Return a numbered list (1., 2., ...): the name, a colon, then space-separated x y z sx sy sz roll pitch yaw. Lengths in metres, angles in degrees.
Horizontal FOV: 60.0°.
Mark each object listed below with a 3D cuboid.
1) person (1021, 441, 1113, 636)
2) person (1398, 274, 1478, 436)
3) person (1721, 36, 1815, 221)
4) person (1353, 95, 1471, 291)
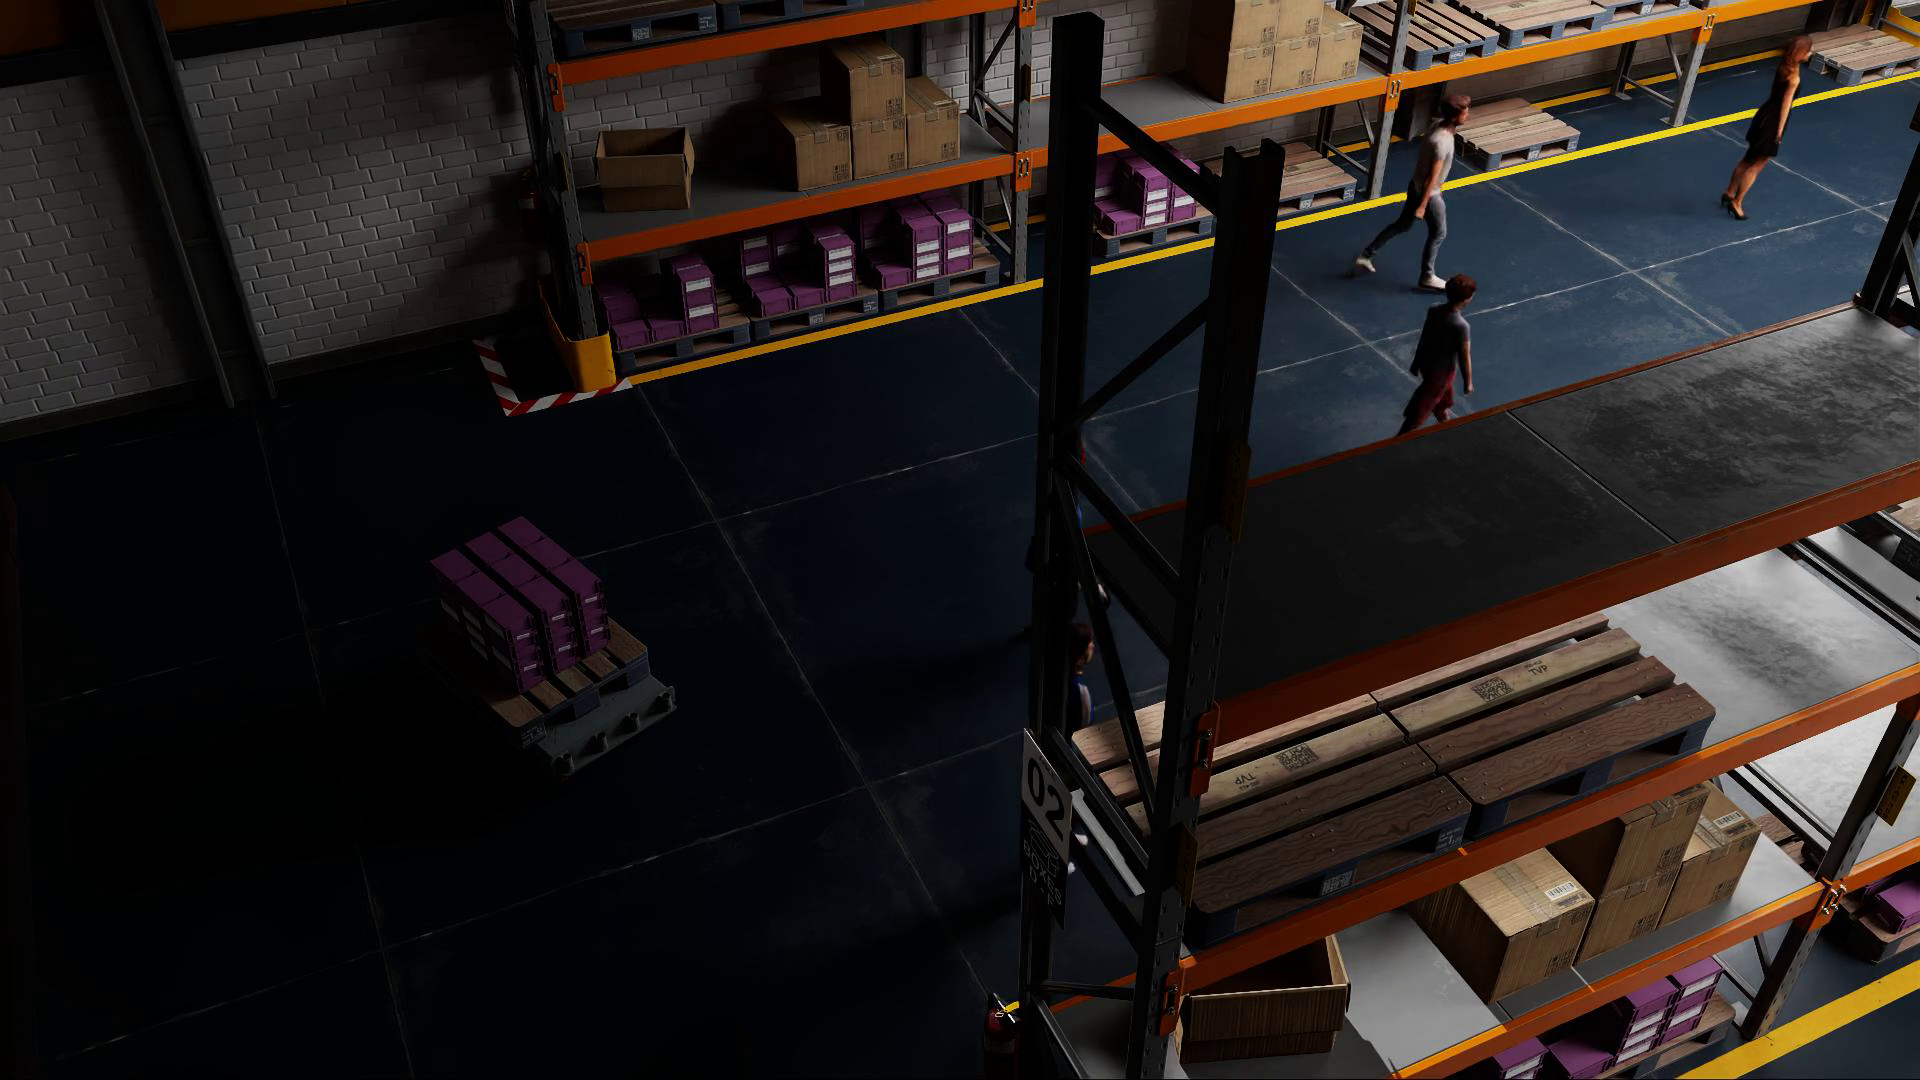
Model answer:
1. person: 0.728 -0.075 11.088 0.925 1.812 0.687 -11 40 -13
2. person: 3.574 -1.250 12.722 1.095 1.610 0.625 -15 41 -18
3. person: 7.722 -3.933 15.910 0.713 1.824 0.684 2 39 2
4. person: 4.061 -3.097 14.841 1.225 1.852 1.016 2 39 2
